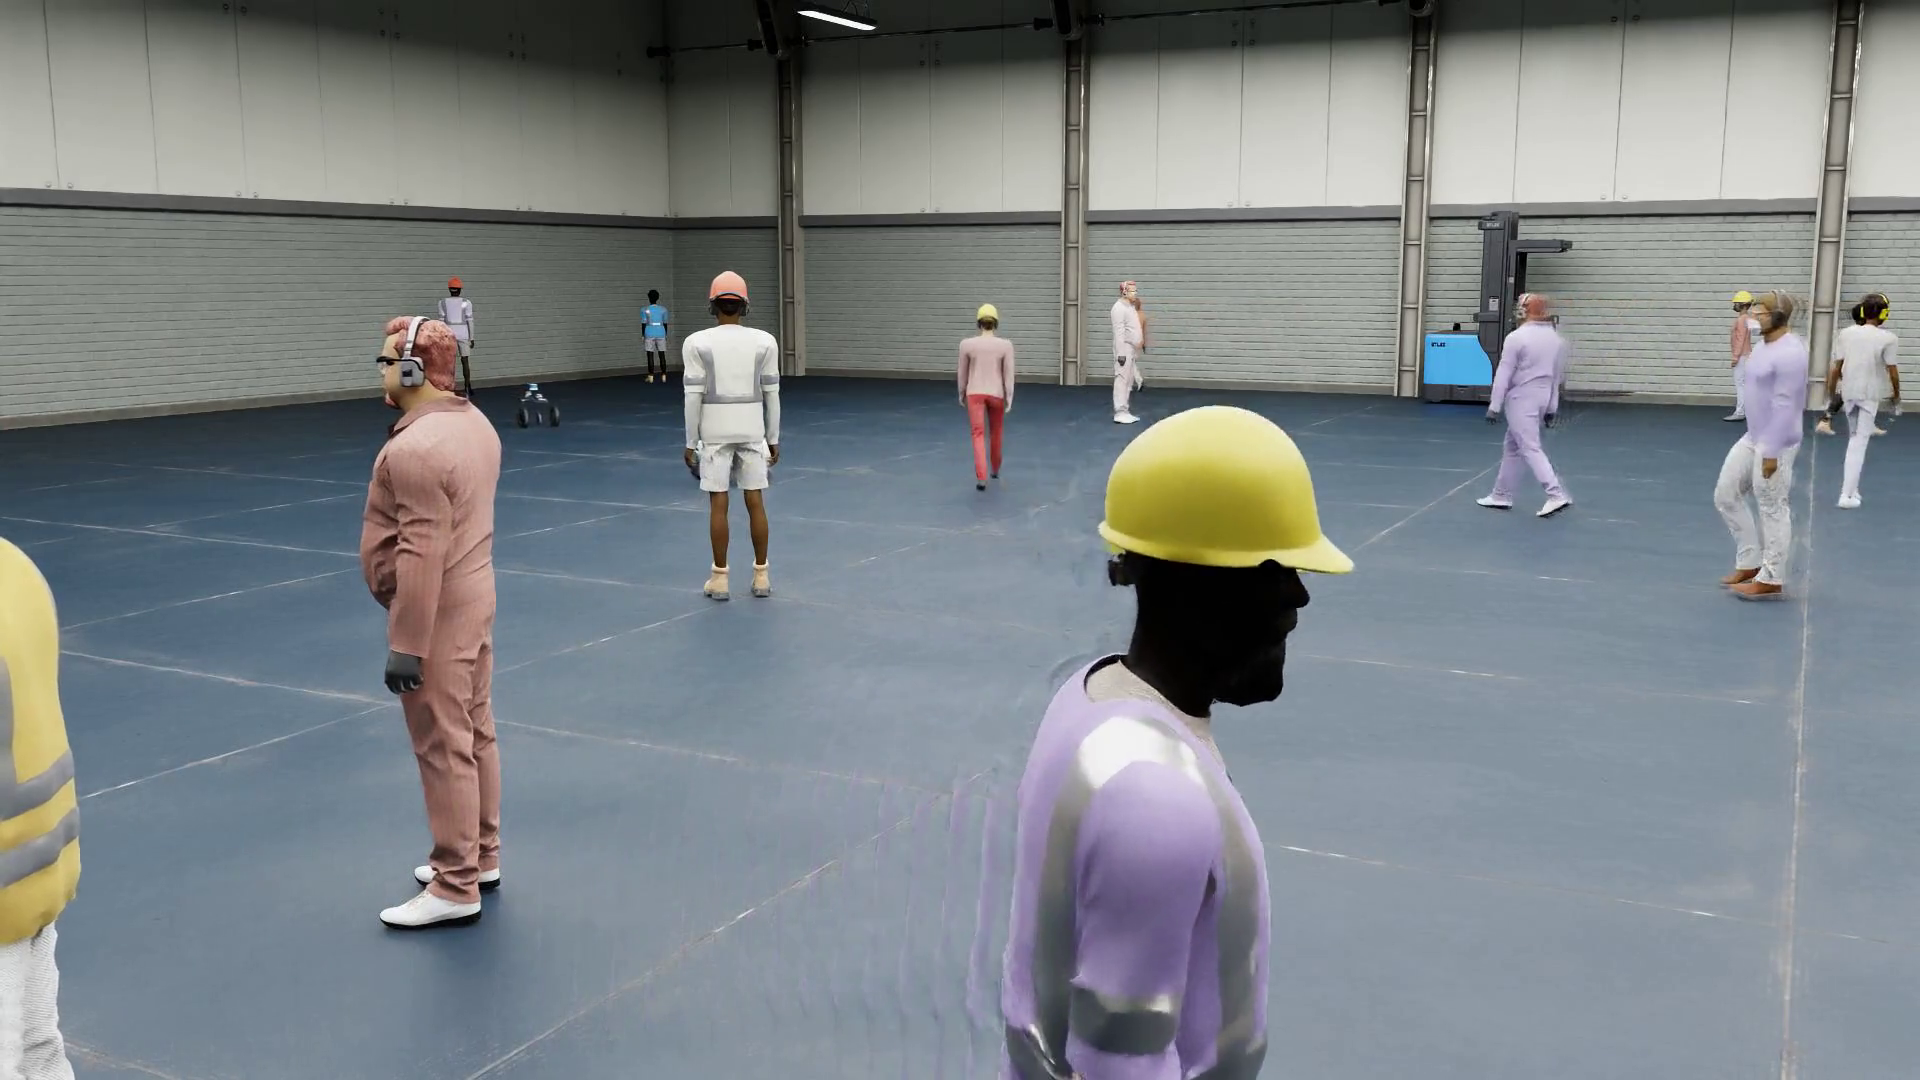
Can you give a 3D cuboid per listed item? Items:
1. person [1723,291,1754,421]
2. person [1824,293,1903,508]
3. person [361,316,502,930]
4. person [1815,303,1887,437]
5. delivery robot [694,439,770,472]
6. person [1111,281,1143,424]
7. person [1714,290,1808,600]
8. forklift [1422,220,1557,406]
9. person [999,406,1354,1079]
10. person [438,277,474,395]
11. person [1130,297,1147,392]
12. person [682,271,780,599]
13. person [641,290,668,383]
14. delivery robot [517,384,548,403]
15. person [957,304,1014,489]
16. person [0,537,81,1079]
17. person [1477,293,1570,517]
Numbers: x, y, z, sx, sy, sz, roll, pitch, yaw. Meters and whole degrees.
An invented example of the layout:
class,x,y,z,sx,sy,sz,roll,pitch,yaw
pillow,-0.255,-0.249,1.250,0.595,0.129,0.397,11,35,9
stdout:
class,x,y,z,sx,sy,sz,roll,pitch,yaw
person,10.663,-2.511,22.752,0.313,1.769,0.523,6,11,34
person,7.897,-1.212,14.475,0.686,1.844,0.562,-6,11,-34
person,-1.673,0.254,5.267,0.409,1.909,0.640,0,9,0
person,11.043,-2.099,20.546,0.881,1.656,0.539,1,9,6
delivery robot,-2.215,-0.866,16.172,0.707,0.478,0.477,-3,10,-21
person,2.260,-2.536,22.469,0.409,1.909,0.641,3,10,18
person,4.963,-0.585,10.368,0.515,1.925,0.654,1,9,7
forklift,8.245,-3.527,25.720,1.873,2.768,1.129,5,10,27
person,0.344,0.780,2.076,0.945,1.880,0.616,0,9,0
person,-8.299,-3.357,27.439,0.553,1.935,0.364,-1,9,-8
person,2.933,-3.285,27.965,0.529,1.615,0.722,-5,11,-29
person,-1.444,-0.661,10.488,0.615,2.041,0.392,-3,10,-20
person,-5.610,-3.738,30.533,0.540,1.696,0.316,-6,11,-33
delivery robot,-5.670,-1.960,22.117,0.335,0.223,0.698,-5,11,-29
person,0.239,-1.379,15.904,0.535,1.720,0.926,0,9,-3
person,-1.788,0.666,2.921,0.430,1.843,0.625,-2,9,-13
person,4.806,-1.146,14.059,0.654,1.866,0.974,-7,11,-37
